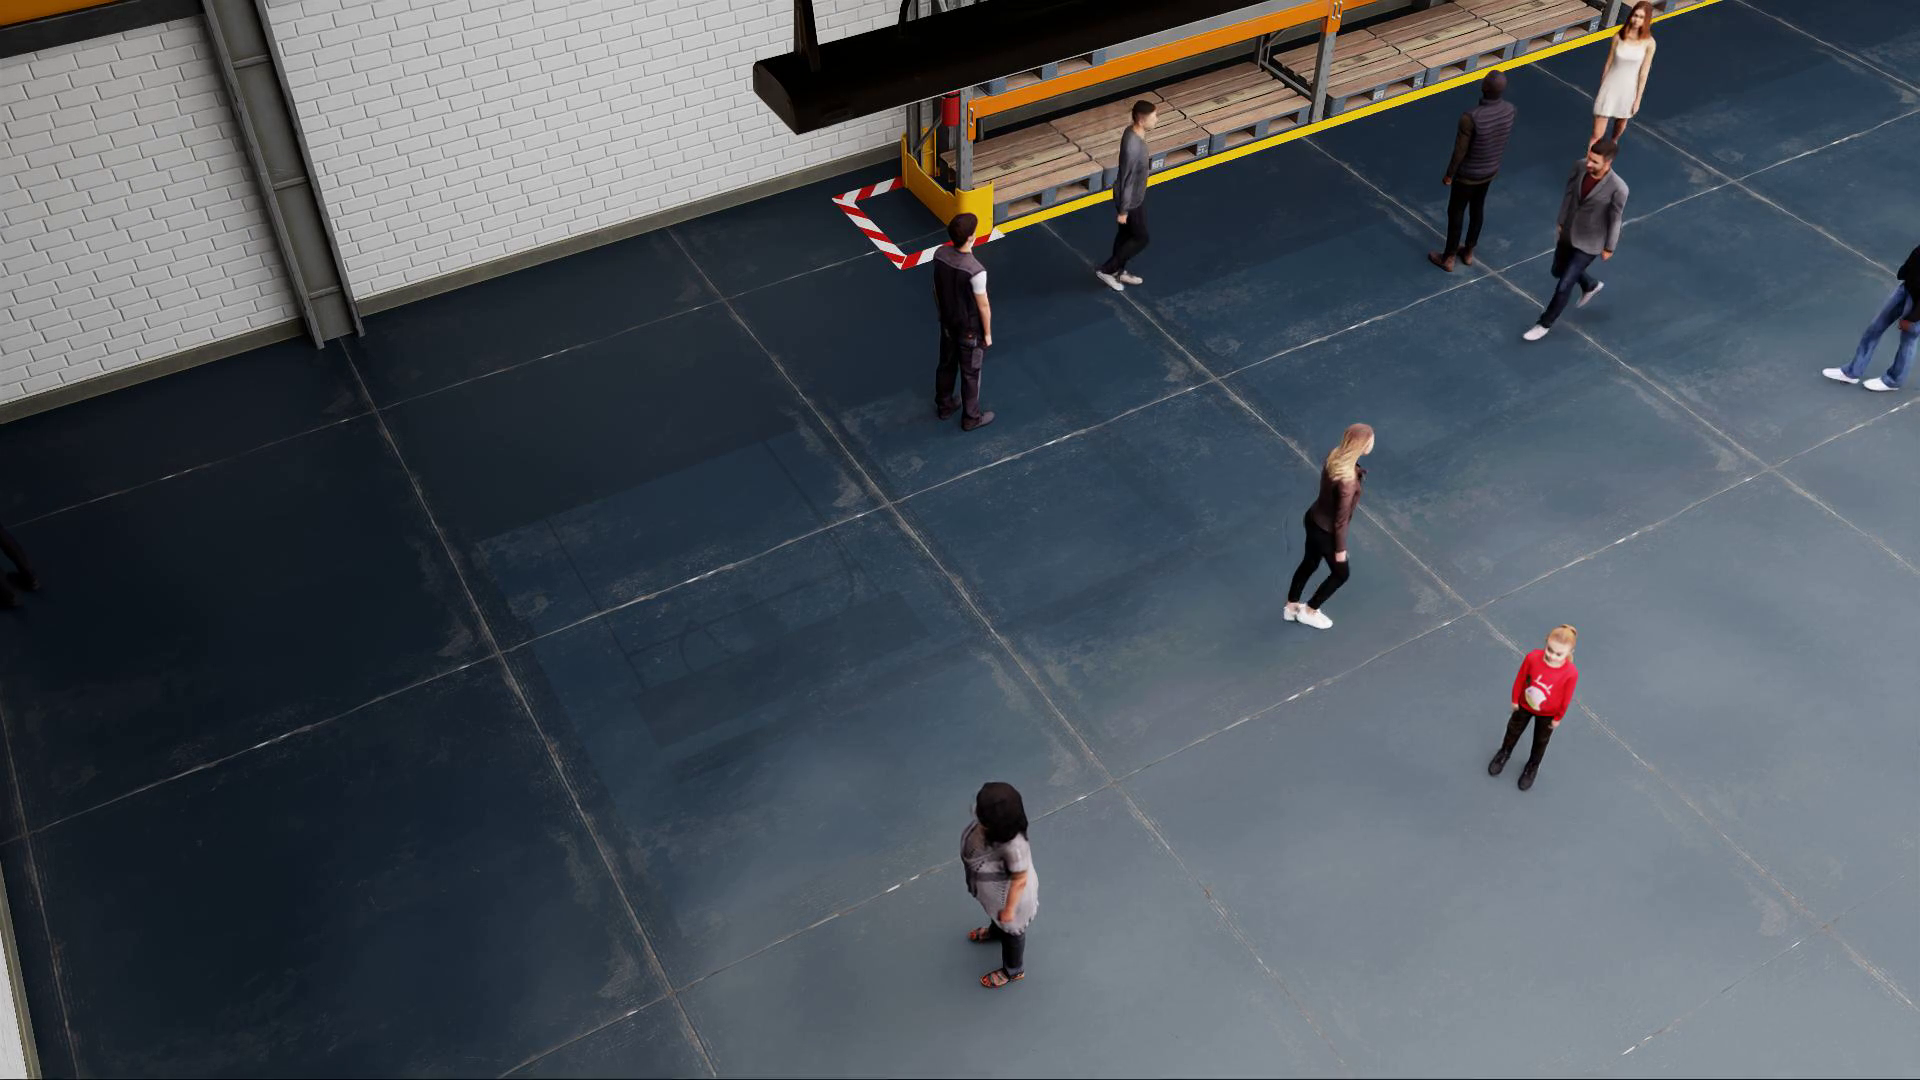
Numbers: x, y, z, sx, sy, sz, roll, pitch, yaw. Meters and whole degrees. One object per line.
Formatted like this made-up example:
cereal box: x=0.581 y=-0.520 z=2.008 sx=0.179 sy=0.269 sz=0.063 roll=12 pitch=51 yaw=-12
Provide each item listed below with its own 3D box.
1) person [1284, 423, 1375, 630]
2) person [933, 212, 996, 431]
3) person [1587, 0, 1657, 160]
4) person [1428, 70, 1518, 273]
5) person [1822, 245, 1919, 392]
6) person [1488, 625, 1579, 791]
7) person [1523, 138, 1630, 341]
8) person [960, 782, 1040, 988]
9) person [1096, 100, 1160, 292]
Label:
person: x=2.330 y=-0.059 z=10.916 sx=0.761 sy=1.683 sz=0.733 roll=0 pitch=44 yaw=0
person: x=0.013 y=-1.636 z=12.452 sx=0.731 sy=1.848 sz=0.693 roll=31 pitch=52 yaw=28
person: x=6.052 y=-4.117 z=15.186 sx=0.949 sy=1.670 sz=1.203 roll=22 pitch=48 yaw=22
person: x=4.336 y=-3.112 z=14.010 sx=0.537 sy=1.836 sz=0.773 roll=-17 pitch=46 yaw=-17
person: x=7.413 y=-1.839 z=12.749 sx=0.960 sy=1.733 sz=0.850 roll=1 pitch=44 yaw=1
person: x=3.521 y=0.995 z=10.101 sx=0.559 sy=1.282 sz=0.594 roll=23 pitch=48 yaw=22
person: x=5.026 y=-2.424 z=13.285 sx=1.058 sy=1.840 sz=0.705 roll=-21 pitch=47 yaw=-20
person: x=0.240 y=1.819 z=8.995 sx=0.753 sy=1.613 sz=0.722 roll=-8 pitch=44 yaw=-9
person: x=1.321 y=-2.846 z=13.793 sx=0.816 sy=1.750 sz=0.772 roll=0 pitch=44 yaw=0
